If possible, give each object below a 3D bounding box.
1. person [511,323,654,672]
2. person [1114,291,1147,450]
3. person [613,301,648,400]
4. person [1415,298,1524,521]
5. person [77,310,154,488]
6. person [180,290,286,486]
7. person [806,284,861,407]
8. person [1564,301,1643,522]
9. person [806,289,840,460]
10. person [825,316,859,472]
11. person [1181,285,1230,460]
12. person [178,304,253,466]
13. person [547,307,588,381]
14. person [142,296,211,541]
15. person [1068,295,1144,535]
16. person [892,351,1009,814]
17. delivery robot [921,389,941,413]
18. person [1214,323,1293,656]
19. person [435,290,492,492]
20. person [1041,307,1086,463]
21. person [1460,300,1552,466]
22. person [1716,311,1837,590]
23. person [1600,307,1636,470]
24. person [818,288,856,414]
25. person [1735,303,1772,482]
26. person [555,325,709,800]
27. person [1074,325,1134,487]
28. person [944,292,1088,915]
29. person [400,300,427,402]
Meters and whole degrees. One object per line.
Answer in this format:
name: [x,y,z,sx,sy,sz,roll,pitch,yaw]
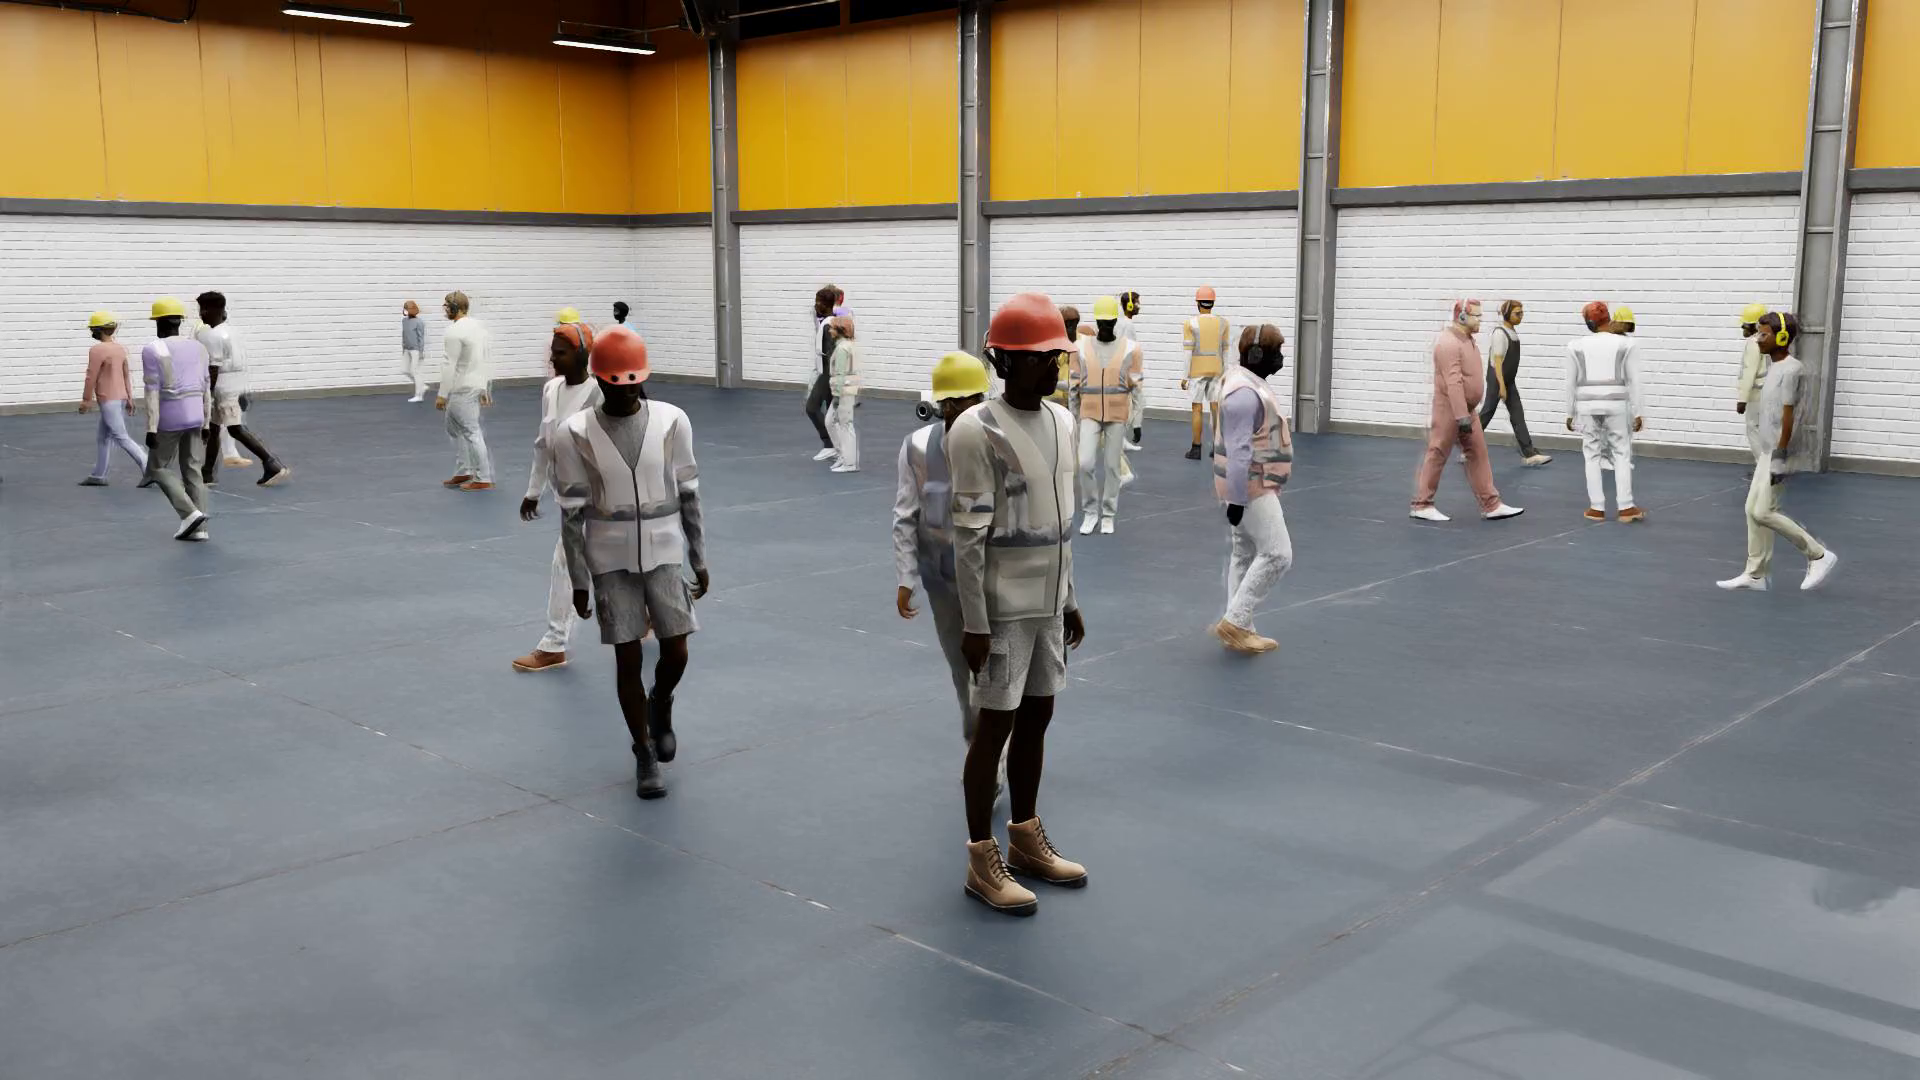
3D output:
person: [-2.000,-0.252,8.999,0.966,1.848,0.592,-9,13,-43]
person: [1.972,-1.952,19.328,0.385,1.859,0.548,-1,9,-8]
person: [-4.878,-2.647,24.226,0.880,1.655,0.534,-5,11,-29]
person: [4.253,-1.056,13.834,0.925,1.871,0.646,7,12,37]
person: [-8.198,-1.360,16.115,0.869,1.727,0.522,0,9,-1]
person: [-7.094,-1.461,16.158,0.986,1.930,0.605,-2,9,-11]
person: [-1.978,-2.949,25.389,0.986,1.895,0.641,8,12,41]
person: [5.426,-1.083,14.053,0.646,1.852,0.357,4,10,24]
person: [-1.482,-1.811,18.337,0.512,1.897,0.606,1,9,6]
person: [-1.267,-1.506,17.286,0.433,1.623,0.538,0,9,-1]
person: [2.720,-1.863,18.547,0.549,1.936,0.376,-2,10,-13]
person: [-7.972,-1.676,17.737,0.608,1.830,0.640,-2,10,-14]
person: [-4.306,-1.681,18.165,0.962,1.712,0.550,9,13,44]
person: [-6.064,-0.926,12.872,0.413,1.908,0.606,4,10,24]
person: [1.149,-0.975,13.182,0.607,1.906,0.584,2,9,10]
person: [0.014,0.161,6.570,0.596,1.791,0.847,3,10,17]
delivery robot: [-0.187,-1.980,23.211,0.707,0.478,0.477,6,11,32]
person: [1.617,-0.267,9.122,0.453,1.830,0.630,2,9,10]
person: [-4.780,-1.399,15.780,0.693,1.916,0.635,0,9,1]
person: [0.960,-1.201,14.988,0.609,1.777,0.958,-2,9,-9]
person: [5.869,-1.682,17.896,0.996,1.789,0.545,8,12,41]
person: [5.355,-0.556,10.814,0.582,1.851,0.530,2,10,13]
person: [6.915,-1.587,17.518,0.496,1.723,0.478,-5,10,-27]
person: [-1.799,-2.735,24.202,0.563,1.838,0.390,3,10,20]
person: [7.898,-1.453,16.491,0.433,1.789,0.636,8,12,41]
person: [-1.307,0.087,6.682,0.596,1.907,0.560,-3,10,-19]
person: [1.269,-1.270,15.972,0.864,1.590,0.500,1,9,5]
person: [0.221,0.205,5.549,0.373,2.043,0.615,7,12,37]
person: [-8.756,-3.024,26.626,0.525,1.620,0.374,7,11,36]
